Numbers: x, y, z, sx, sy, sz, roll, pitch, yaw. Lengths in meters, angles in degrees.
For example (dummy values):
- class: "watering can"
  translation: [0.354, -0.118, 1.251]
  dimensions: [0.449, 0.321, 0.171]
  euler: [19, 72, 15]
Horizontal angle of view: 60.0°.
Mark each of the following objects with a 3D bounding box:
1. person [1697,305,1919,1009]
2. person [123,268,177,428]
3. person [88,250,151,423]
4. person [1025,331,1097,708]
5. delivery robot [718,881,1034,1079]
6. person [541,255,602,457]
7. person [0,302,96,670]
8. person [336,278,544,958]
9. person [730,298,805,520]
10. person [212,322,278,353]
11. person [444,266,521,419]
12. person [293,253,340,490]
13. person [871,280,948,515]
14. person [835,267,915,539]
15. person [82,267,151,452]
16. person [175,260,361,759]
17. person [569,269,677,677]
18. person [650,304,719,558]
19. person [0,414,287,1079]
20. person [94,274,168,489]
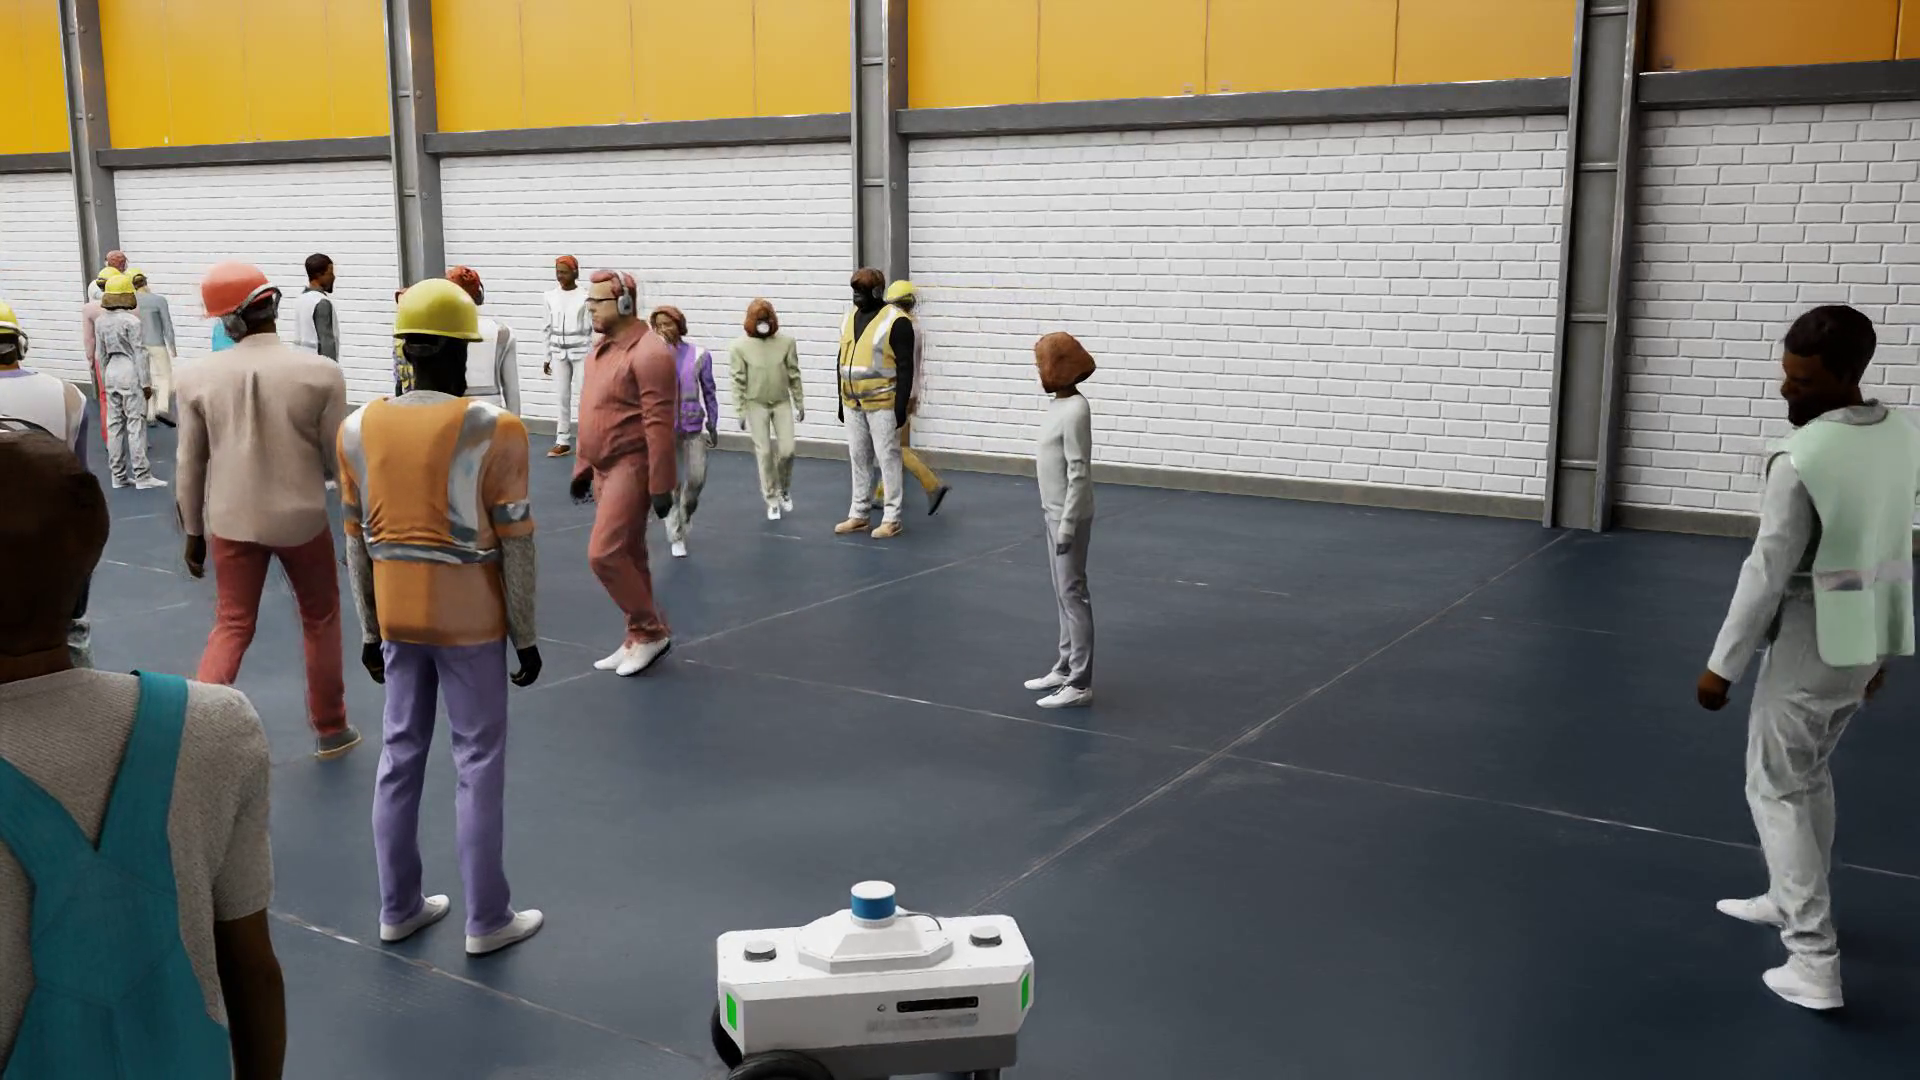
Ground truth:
- class: "person"
  translation: [2.312, 0.296, 4.517]
  dimensions: [0.627, 1.865, 0.613]
  euler: [-6, 12, -32]
- class: "person"
  translation: [-8.771, -2.061, 17.919]
  dimensions: [0.579, 1.719, 0.618]
  euler: [-2, 10, -13]
- class: "person"
  translation: [-9.214, -2.223, 18.323]
  dimensions: [0.641, 1.909, 0.409]
  euler: [-6, 12, -32]
- class: "person"
  translation: [0.448, -0.088, 7.248]
  dimensions: [0.278, 1.633, 0.497]
  euler: [-1, 10, -5]
- class: "delivery robot"
  translation: [-0.194, 1.025, 3.808]
  dimensions: [0.707, 0.478, 0.477]
  euler: [-2, 10, -9]
- class: "person"
  translation: [-3.617, -1.702, 15.495]
  dimensions: [0.585, 1.882, 0.337]
  euler: [2, 10, 13]
- class: "person"
  translation: [-3.506, 0.011, 6.178]
  dimensions: [0.404, 1.821, 0.589]
  euler: [5, 11, 25]
- class: "person"
  translation: [-1.469, 0.222, 4.763]
  dimensions: [0.584, 1.917, 0.405]
  euler: [3, 11, 17]
- class: "person"
  translation: [-1.381, -0.937, 11.993]
  dimensions: [0.539, 1.605, 0.377]
  euler: [-3, 11, -16]
- class: "person"
  translation: [-5.302, -1.062, 12.308]
  dimensions: [0.570, 1.751, 0.329]
  euler: [3, 11, 17]
- class: "person"
  translation: [-2.772, -0.602, 9.425]
  dimensions: [0.581, 1.879, 0.350]
  euler: [-8, 13, -36]
- class: "person"
  translation: [-5.212, -1.362, 13.523]
  dimensions: [0.373, 1.914, 0.596]
  euler: [-8, 13, -39]
- class: "person"
  translation: [-0.424, -1.047, 12.284]
  dimensions: [0.792, 1.727, 0.535]
  euler: [5, 12, 27]
- class: "person"
  translation: [-0.608, -0.931, 11.350]
  dimensions: [0.634, 1.839, 0.429]
  euler: [8, 13, 39]
- class: "person"
  translation: [-8.100, -1.725, 15.964]
  dimensions: [0.527, 1.763, 0.333]
  euler: [-2, 10, -12]
- class: "person"
  translation: [-2.579, -0.057, 6.204]
  dimensions: [0.653, 1.960, 0.828]
  euler: [-1, 10, -6]
- class: "person"
  translation: [-1.590, -0.301, 7.723]
  dimensions: [0.441, 1.894, 0.645]
  euler: [-6, 12, -31]
- class: "person"
  translation: [-1.844, -0.723, 10.808]
  dimensions: [0.532, 1.613, 0.633]
  euler: [-4, 11, -19]
- class: "person"
  translation: [-0.990, 0.778, 1.859]
  dimensions: [0.340, 1.846, 0.513]
  euler: [7, 12, 33]
- class: "person"
  translation: [-6.799, -1.287, 13.587]
  dimensions: [0.484, 1.744, 0.295]
  euler: [4, 11, 20]
